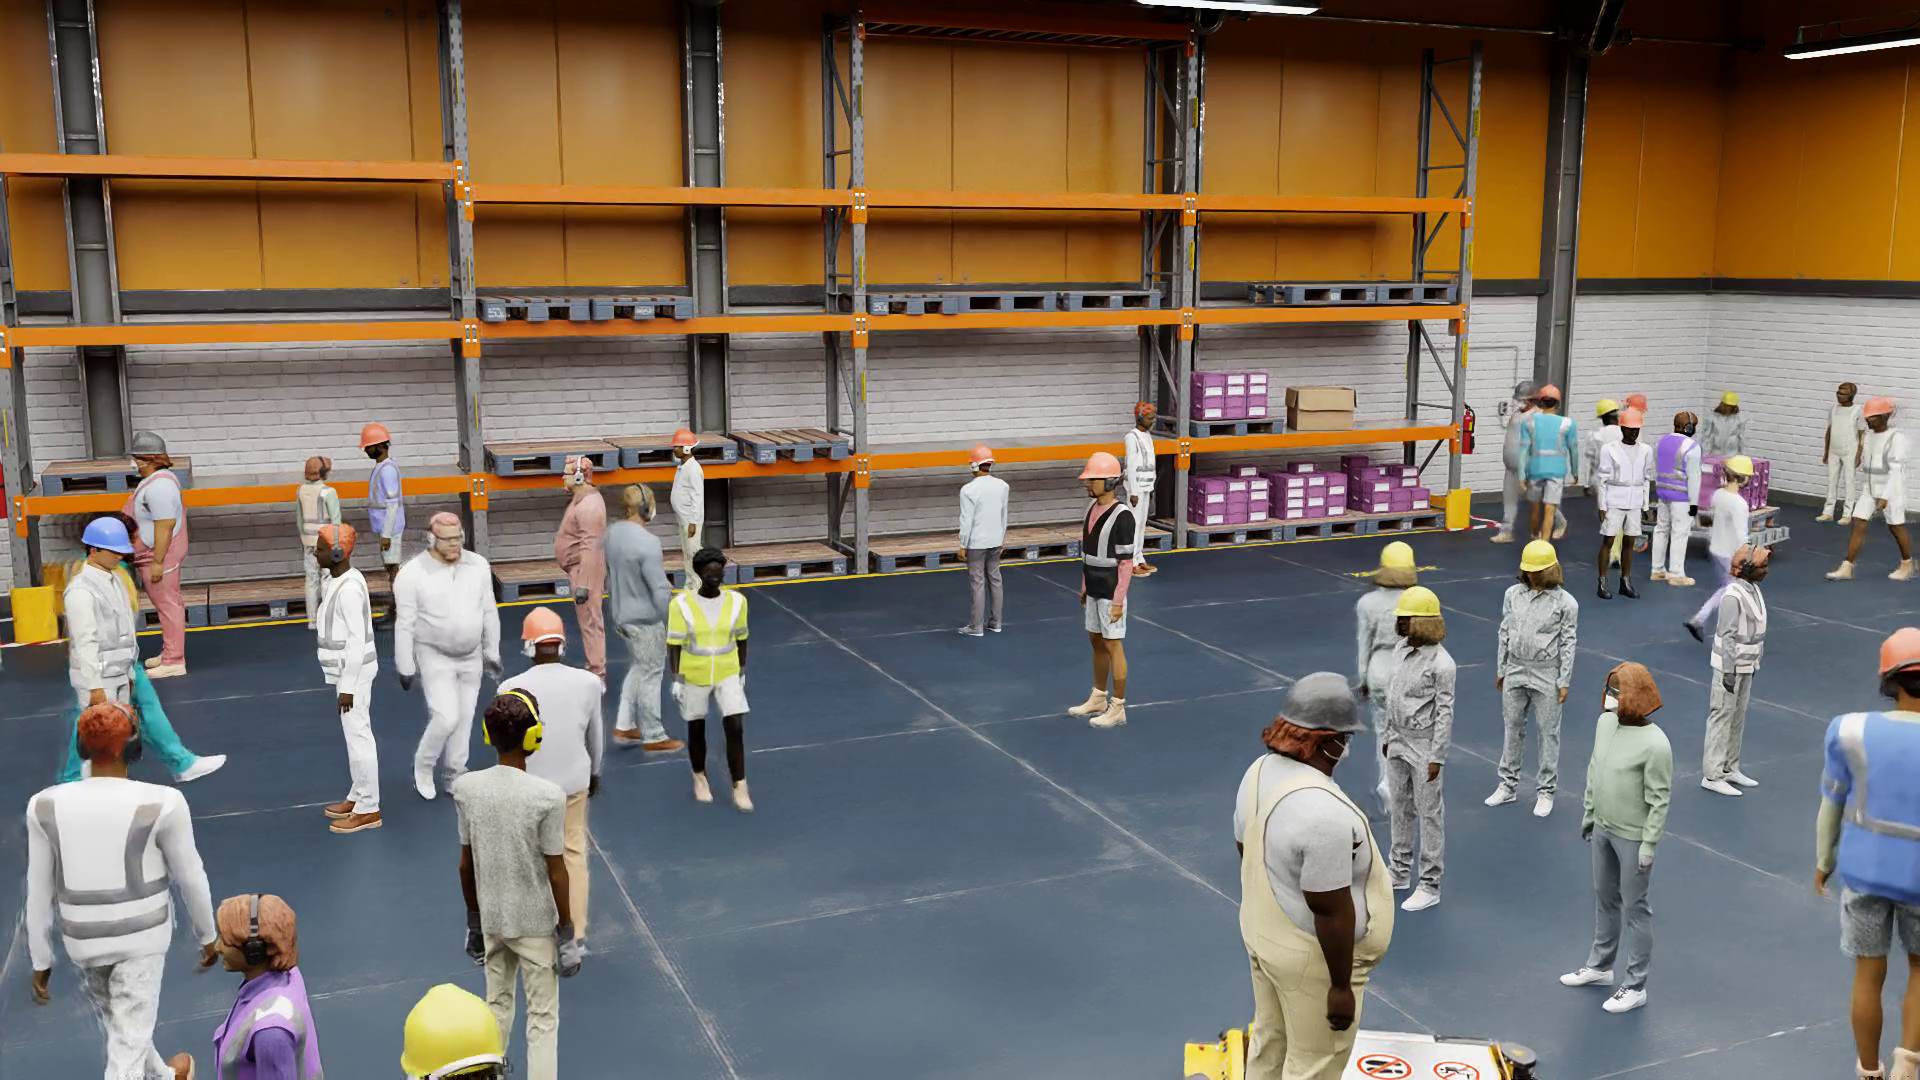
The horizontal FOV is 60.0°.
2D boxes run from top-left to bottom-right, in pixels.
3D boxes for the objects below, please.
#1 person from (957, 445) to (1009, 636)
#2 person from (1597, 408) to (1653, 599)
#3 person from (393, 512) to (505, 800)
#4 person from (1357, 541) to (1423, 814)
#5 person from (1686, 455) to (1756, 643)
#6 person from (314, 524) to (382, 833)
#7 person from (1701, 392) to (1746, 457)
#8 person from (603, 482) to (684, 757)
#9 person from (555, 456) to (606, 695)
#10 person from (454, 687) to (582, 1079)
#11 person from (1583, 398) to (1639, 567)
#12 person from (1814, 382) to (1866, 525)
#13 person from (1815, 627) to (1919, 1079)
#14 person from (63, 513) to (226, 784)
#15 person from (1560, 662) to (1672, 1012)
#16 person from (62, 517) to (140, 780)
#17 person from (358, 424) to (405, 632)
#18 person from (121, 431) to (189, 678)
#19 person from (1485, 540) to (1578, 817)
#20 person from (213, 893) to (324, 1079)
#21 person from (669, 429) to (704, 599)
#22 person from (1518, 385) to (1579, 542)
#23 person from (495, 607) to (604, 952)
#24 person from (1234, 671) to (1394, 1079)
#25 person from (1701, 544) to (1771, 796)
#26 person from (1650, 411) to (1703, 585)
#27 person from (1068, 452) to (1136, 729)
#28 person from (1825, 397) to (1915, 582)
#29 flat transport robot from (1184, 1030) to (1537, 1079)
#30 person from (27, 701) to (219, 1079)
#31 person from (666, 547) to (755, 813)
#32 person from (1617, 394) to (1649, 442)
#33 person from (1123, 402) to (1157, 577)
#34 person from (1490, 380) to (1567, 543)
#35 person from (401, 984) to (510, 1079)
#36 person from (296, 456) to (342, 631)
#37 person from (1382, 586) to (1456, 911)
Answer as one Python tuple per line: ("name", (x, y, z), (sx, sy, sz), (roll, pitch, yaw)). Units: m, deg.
("person", (0.198, -0.001, 15.244), (0.560, 1.752, 0.324), (-9, 13, -42))
("person", (6.720, -0.365, 16.810), (0.543, 1.939, 0.360), (-1, 10, -5))
("person", (-3.209, 0.752, 10.536), (0.446, 1.885, 0.639), (8, 13, 40))
("person", (2.664, 0.874, 10.276), (0.510, 1.718, 0.512), (7, 12, 37))
("person", (6.699, 0.126, 14.502), (0.426, 1.750, 0.545), (0, 10, 0))
("person", (-3.719, 0.828, 10.096), (0.353, 1.883, 0.573), (-4, 11, -22))
("person", (10.136, -1.156, 22.129), (0.522, 1.679, 0.959), (5, 11, 25))
("person", (-2.179, 0.557, 11.515), (0.447, 1.934, 0.653), (-7, 12, -36))
("person", (-2.988, 0.285, 13.155), (0.407, 1.910, 0.638), (-2, 10, -12))
("person", (-1.687, 1.487, 6.386), (0.503, 1.862, 0.328), (4, 11, 23))
("person", (7.289, -0.639, 18.577), (0.585, 1.879, 0.797), (-1, 10, -6))
("person", (11.357, -1.111, 21.385), (0.346, 1.842, 0.505), (-6, 11, -30))
("person", (3.793, 1.351, 6.731), (0.603, 2.013, 0.425), (6, 12, 33))
("person", (-5.352, 0.733, 10.724), (0.995, 1.843, 0.625), (-7, 12, -35))
("person", (3.067, 1.364, 7.724), (0.278, 1.634, 0.499), (-3, 10, -15))
("person", (-5.109, 0.822, 9.979), (0.409, 1.936, 0.602), (-2, 10, -9))
("person", (-5.333, -0.117, 15.398), (0.372, 1.933, 0.542), (-4, 11, -22))
("person", (-6.678, 0.114, 13.758), (0.535, 2.000, 0.673), (-4, 11, -22))
("person", (3.570, 0.853, 10.380), (0.484, 1.736, 0.307), (9, 13, 42))
("person", (-2.047, 1.836, 4.982), (0.311, 1.642, 0.513), (-4, 11, -22))
("person", (-2.723, -0.232, 16.568), (0.327, 1.753, 0.561), (-4, 11, -22))
("person", (6.726, -0.772, 19.014), (0.625, 1.987, 1.026), (5, 11, 28))
("person", (-2.117, 1.186, 8.468), (0.601, 1.719, 0.764), (-7, 12, -34))
("person", (1.289, 1.459, 6.007), (0.538, 2.000, 0.682), (-3, 10, -15))
("person", (5.039, 0.834, 10.795), (0.314, 1.634, 0.515), (9, 13, 42))
("person", (7.587, -0.444, 17.580), (0.429, 1.836, 0.628), (-3, 10, -15))
("person", (1.048, 0.367, 12.287), (0.379, 2.045, 0.605), (-4, 11, -22))
("person", (9.778, -0.527, 17.635), (1.017, 1.989, 0.618), (-3, 10, -16))
("flat transport robot", (1.627, 2.218, 6.727), (1.431, 0.197, 0.652), (1, 10, 8))
("person", (-3.163, 1.507, 6.344), (0.598, 1.824, 0.998), (0, 10, -1))
("person", (-1.546, 0.882, 10.362), (0.546, 1.670, 0.726), (-3, 10, -18))
("person", (8.522, -1.005, 21.115), (0.550, 1.716, 0.603), (3, 10, 17))
("person", (1.960, -0.554, 18.052), (0.356, 1.886, 0.574), (4, 11, 23))
("person", (6.921, -0.978, 20.047), (0.954, 2.000, 0.689), (-4, 11, -22))
("person", (-1.124, 1.950, 3.855), (0.611, 1.810, 0.598), (-7, 12, -36))
("person", (-5.884, 0.043, 15.329), (0.523, 1.636, 0.310), (5, 11, 28))
("person", (2.422, 1.104, 8.907), (0.299, 1.745, 0.483), (-4, 11, -22))
